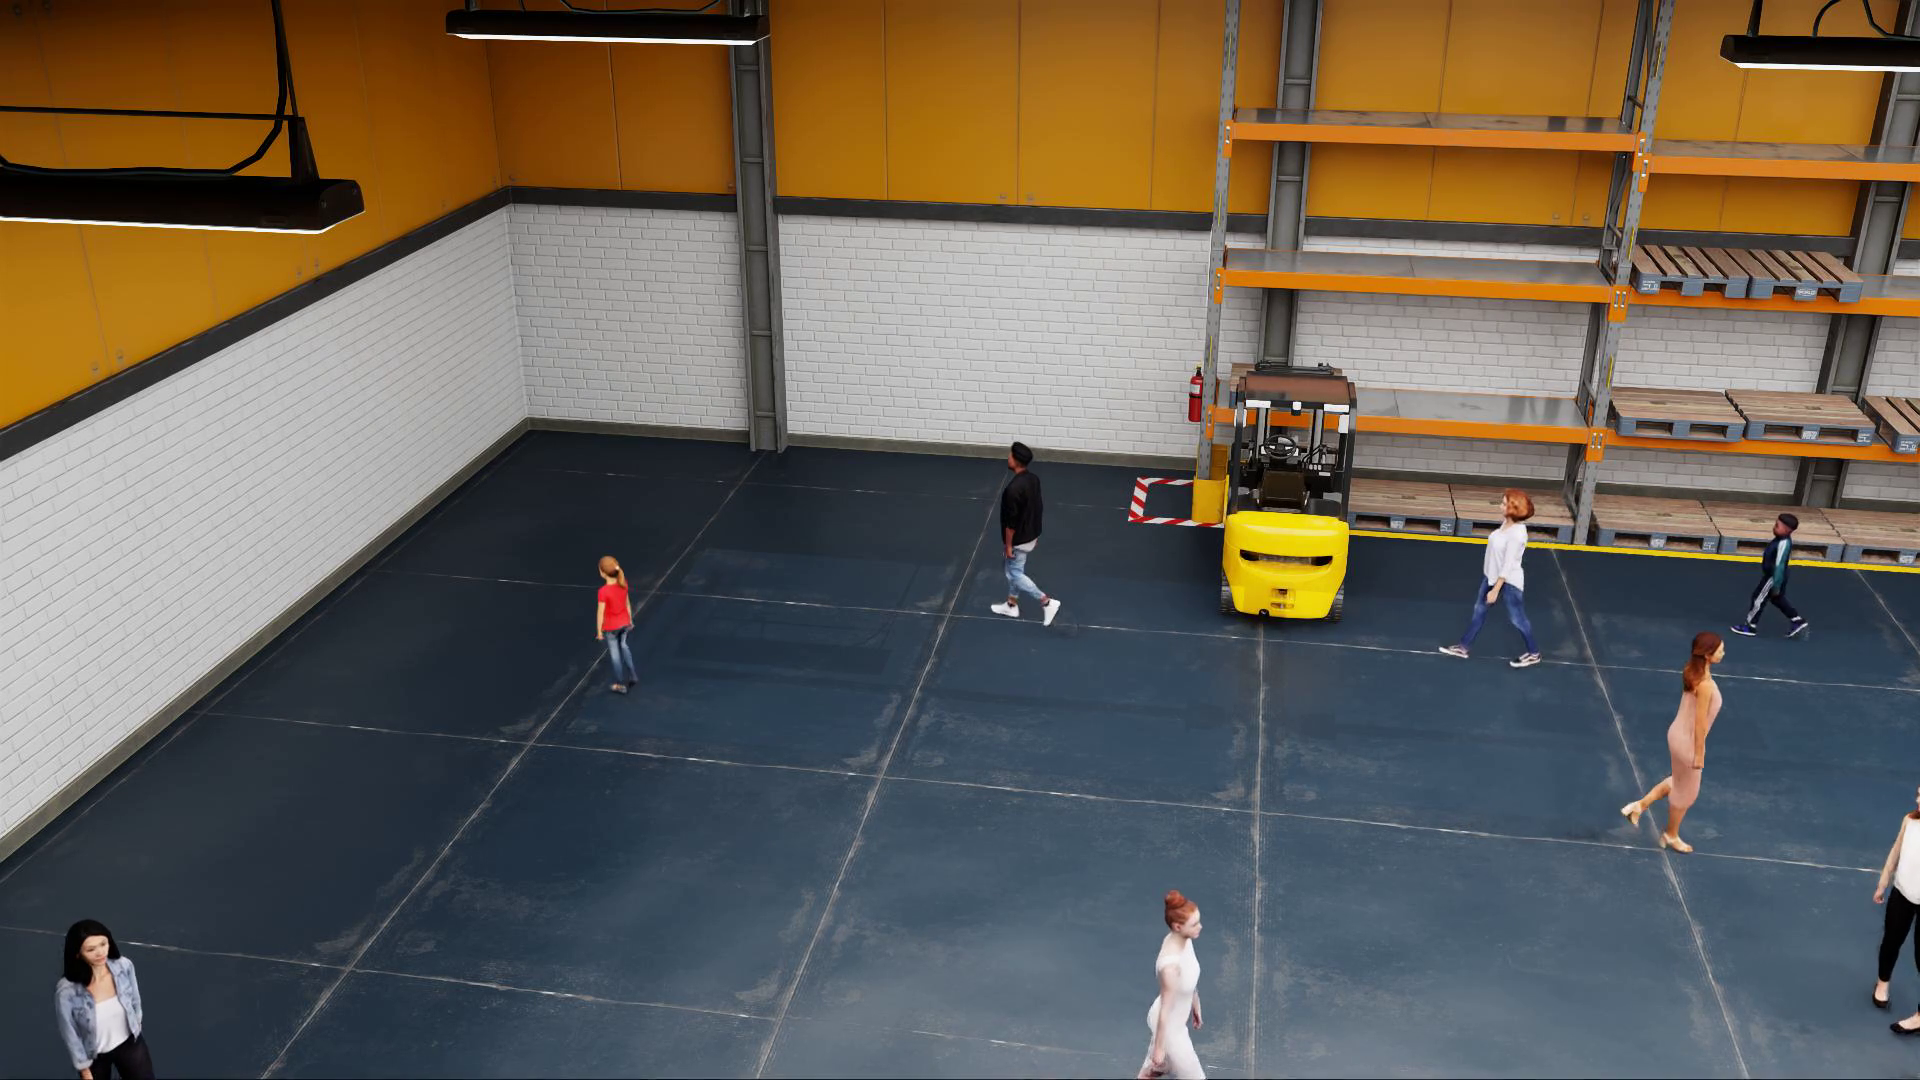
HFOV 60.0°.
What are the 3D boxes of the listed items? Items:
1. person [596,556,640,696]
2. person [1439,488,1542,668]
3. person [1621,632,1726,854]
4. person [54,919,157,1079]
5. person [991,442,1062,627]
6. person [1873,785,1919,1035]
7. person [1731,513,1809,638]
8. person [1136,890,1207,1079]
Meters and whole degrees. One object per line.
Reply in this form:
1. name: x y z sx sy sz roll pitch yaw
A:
1. person: -2.935 0.758 14.423 0.647 1.302 0.595 19 30 36
2. person: 4.964 0.373 14.838 1.161 1.674 0.776 0 24 0
3. person: 5.220 1.477 12.134 0.754 1.817 0.600 5 24 11
4. person: -4.766 2.826 9.232 1.208 1.670 1.017 20 31 38
5. person: 0.639 -0.027 15.615 1.123 1.787 0.906 13 27 27
6. person: 6.051 2.247 10.511 0.805 1.707 0.770 -15 28 -30
7. person: 7.638 0.344 15.447 0.910 1.240 0.648 11 26 23
8. person: 1.078 2.733 9.319 0.807 1.771 0.666 7 25 16
